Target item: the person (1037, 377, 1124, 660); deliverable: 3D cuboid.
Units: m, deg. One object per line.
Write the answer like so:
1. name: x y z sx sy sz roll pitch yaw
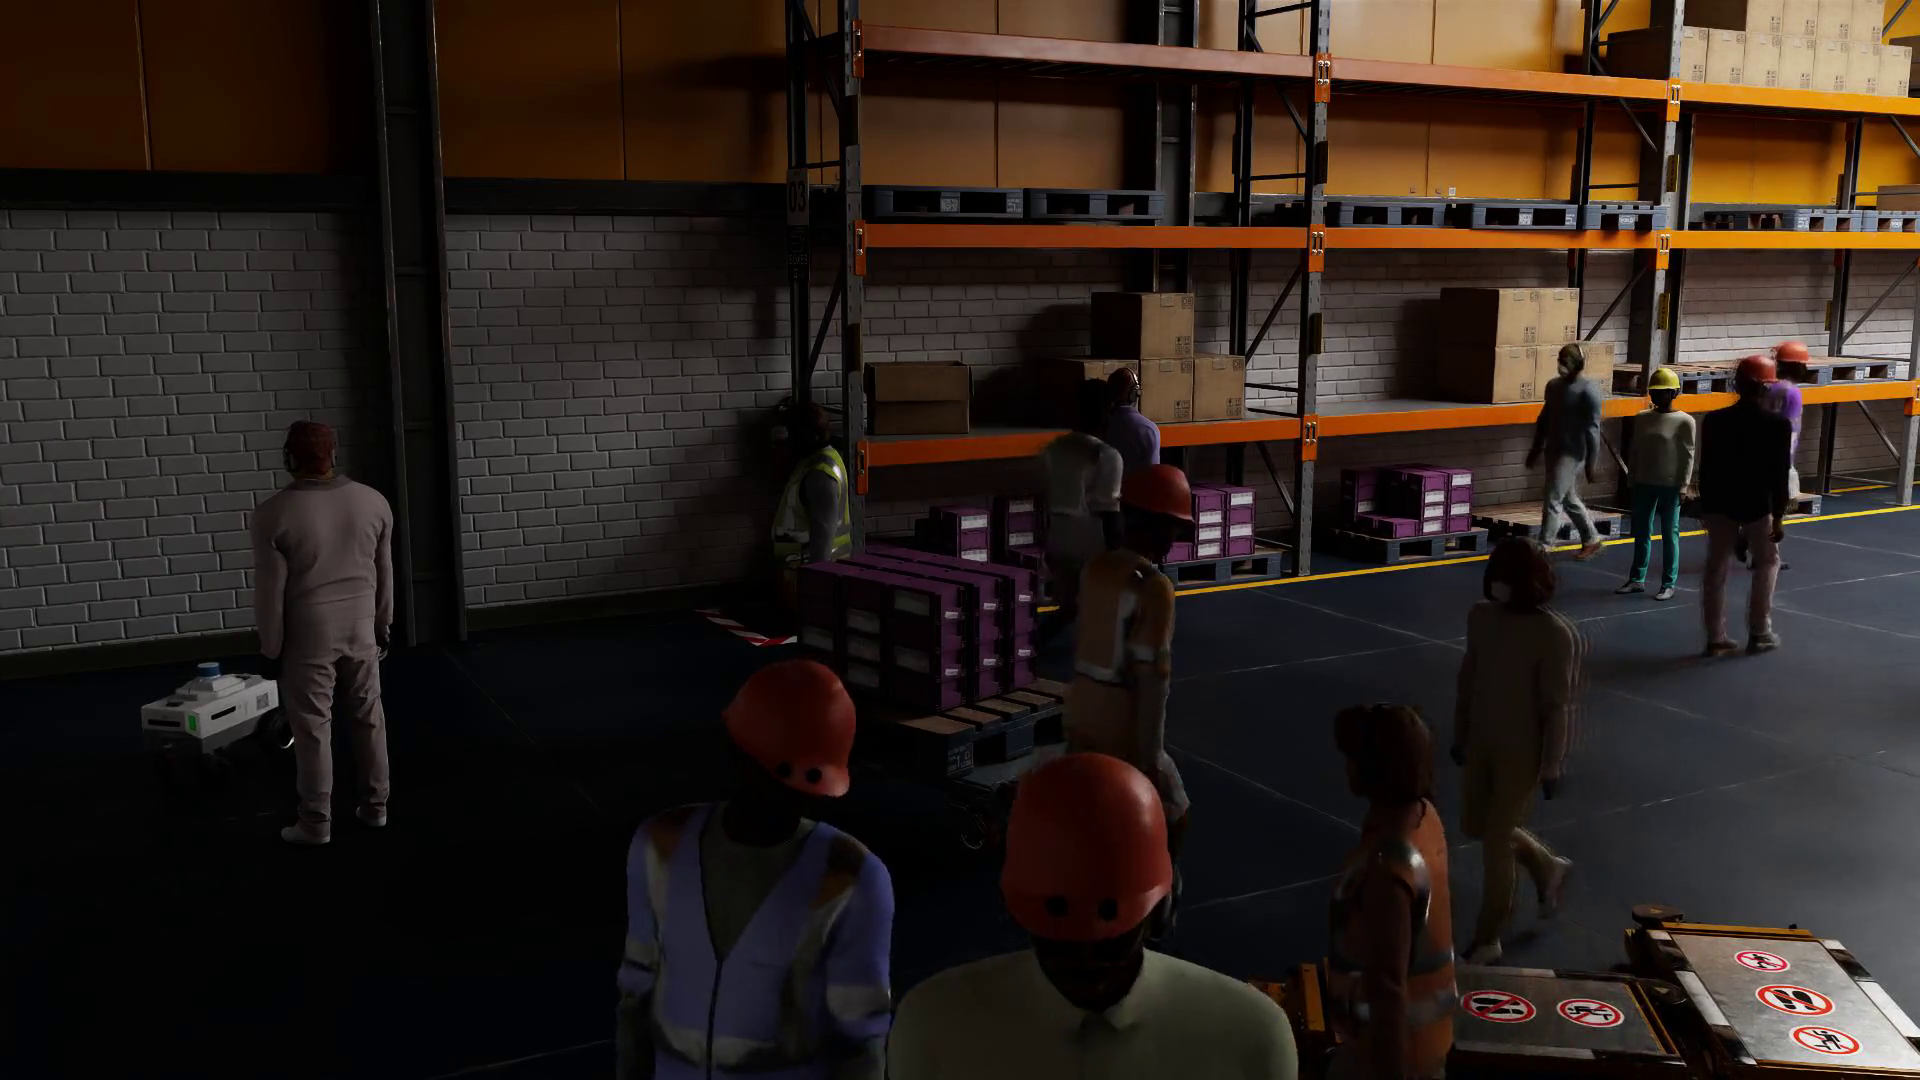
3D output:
1. person: 0.643 0.042 9.473 0.716 1.944 0.631 -8 13 -39

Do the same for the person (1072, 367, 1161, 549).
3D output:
1. person: 1.045 -0.179 10.896 0.631 1.899 0.404 6 12 32

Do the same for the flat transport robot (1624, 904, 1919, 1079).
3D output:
1. flat transport robot: 2.711 1.571 5.492 0.652 0.197 1.431 1 10 8

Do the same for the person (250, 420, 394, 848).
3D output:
1. person: -2.846 0.416 7.439 0.411 1.908 0.643 9 13 41

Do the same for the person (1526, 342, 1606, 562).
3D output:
1. person: 5.104 -0.710 13.947 0.957 1.906 0.639 -2 10 -11

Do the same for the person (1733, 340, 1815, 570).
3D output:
1. person: 6.664 -0.681 13.692 0.599 1.922 0.556 -1 10 -5

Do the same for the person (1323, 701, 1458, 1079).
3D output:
1. person: 1.088 1.172 3.935 0.768 1.606 0.509 5 11 25

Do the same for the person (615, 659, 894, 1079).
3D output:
1. person: -0.422 1.154 3.193 0.586 1.899 0.493 3 10 18

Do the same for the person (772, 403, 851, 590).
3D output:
1. person: -0.806 0.169 9.061 0.429 1.838 0.622 -1 10 -5

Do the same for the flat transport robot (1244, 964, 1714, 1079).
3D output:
1. flat transport robot: 1.648 1.592 5.368 1.431 0.197 0.652 2 10 8

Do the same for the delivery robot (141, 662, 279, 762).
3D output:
1. delivery robot: -3.807 0.866 8.459 0.477 0.478 0.707 2 10 14

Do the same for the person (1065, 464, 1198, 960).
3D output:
1. person: 0.596 0.677 5.933 0.608 1.900 0.608 -6 11 -30

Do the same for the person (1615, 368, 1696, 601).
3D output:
1. person: 5.316 -0.424 12.680 0.312 1.768 0.522 -7 12 -35

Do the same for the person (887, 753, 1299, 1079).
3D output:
1. person: 0.183 1.253 2.439 0.612 1.973 0.429 0 10 -1

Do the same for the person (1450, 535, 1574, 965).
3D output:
1. person: 2.094 0.772 6.221 0.644 1.623 0.509 -5 11 -25

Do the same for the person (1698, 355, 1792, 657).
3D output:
1. person: 5.194 -0.226 10.930 0.776 1.967 0.653 -8 12 -37
